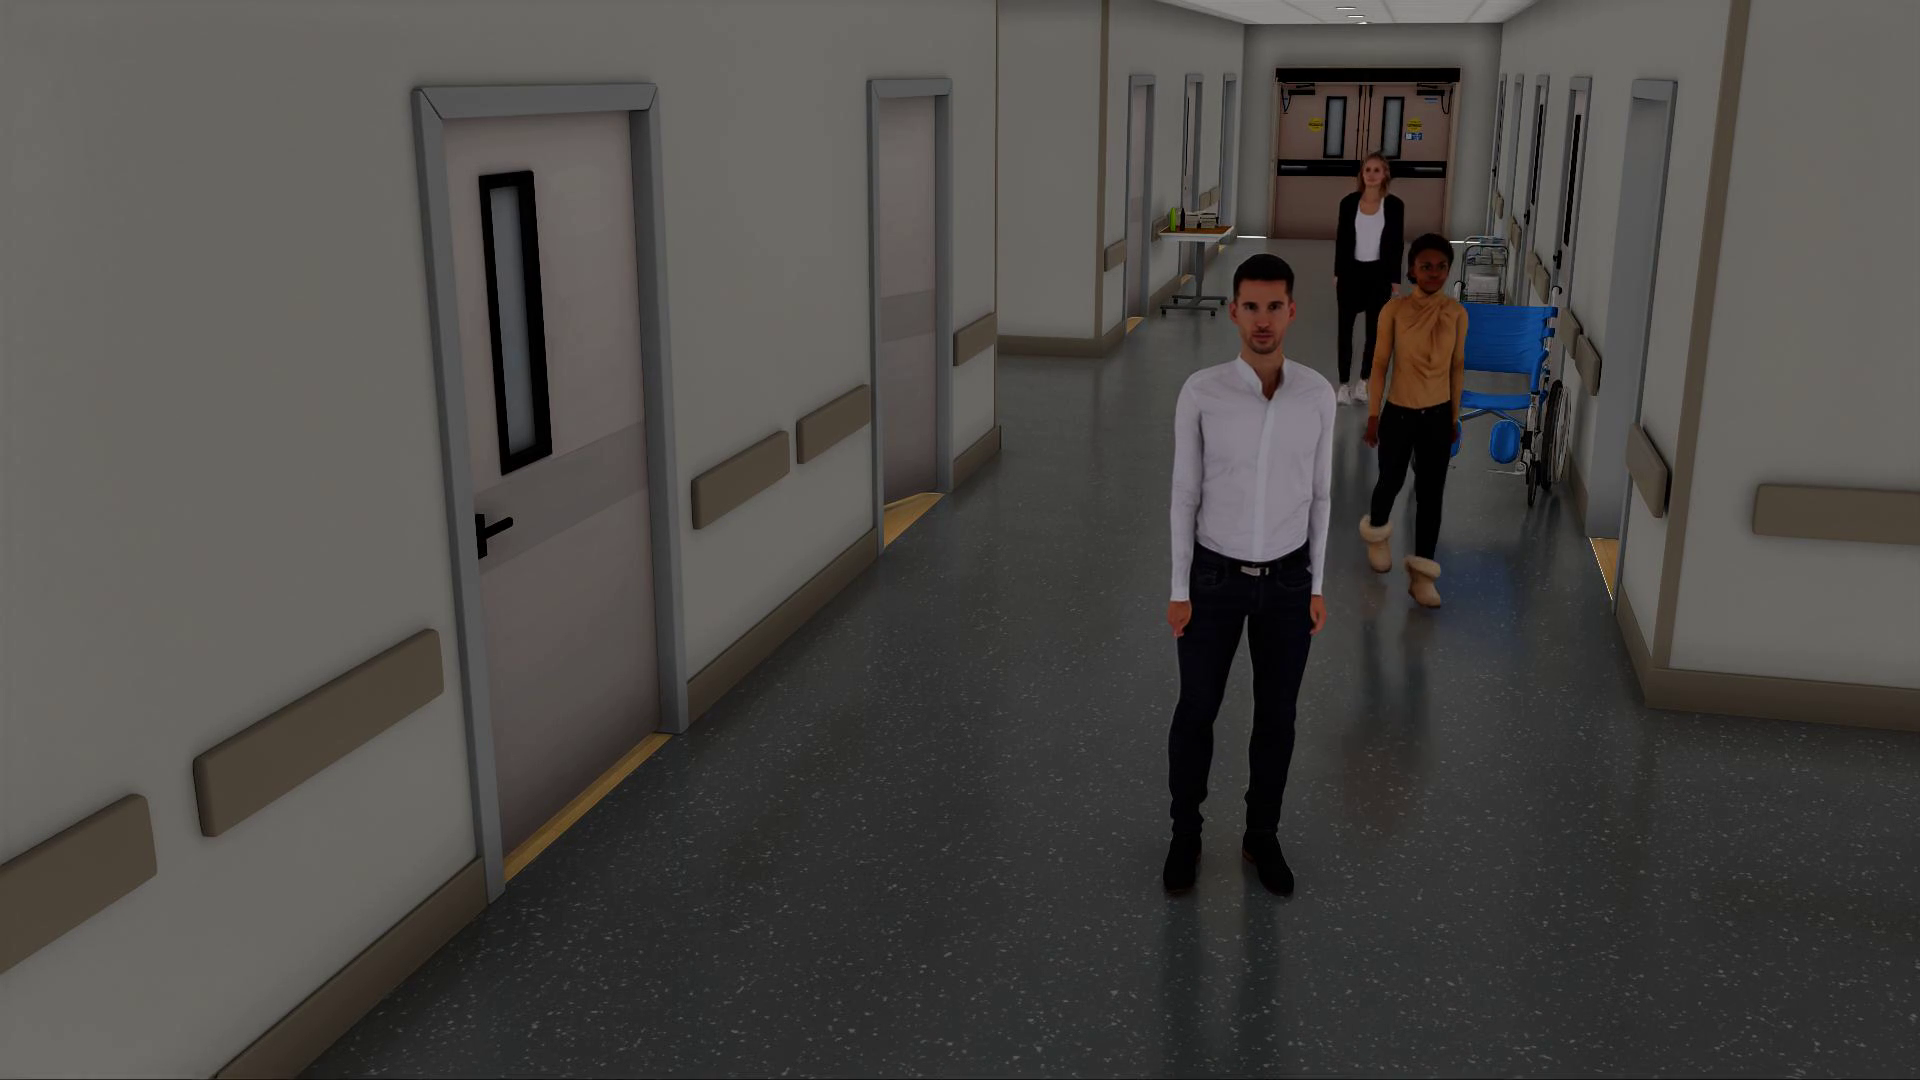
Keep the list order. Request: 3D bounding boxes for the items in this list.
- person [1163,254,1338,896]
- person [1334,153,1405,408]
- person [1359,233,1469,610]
[{"bbox_3d":[0.837,0.101,4.828,0.677,1.868,0.650,0,16,0],"label":"person"},{"bbox_3d":[2.921,-1.849,11.915,0.653,1.776,0.939,5,17,17],"label":"person"},{"bbox_3d":[2.058,-0.565,7.634,0.786,1.628,1.141,1,16,2],"label":"person"}]
